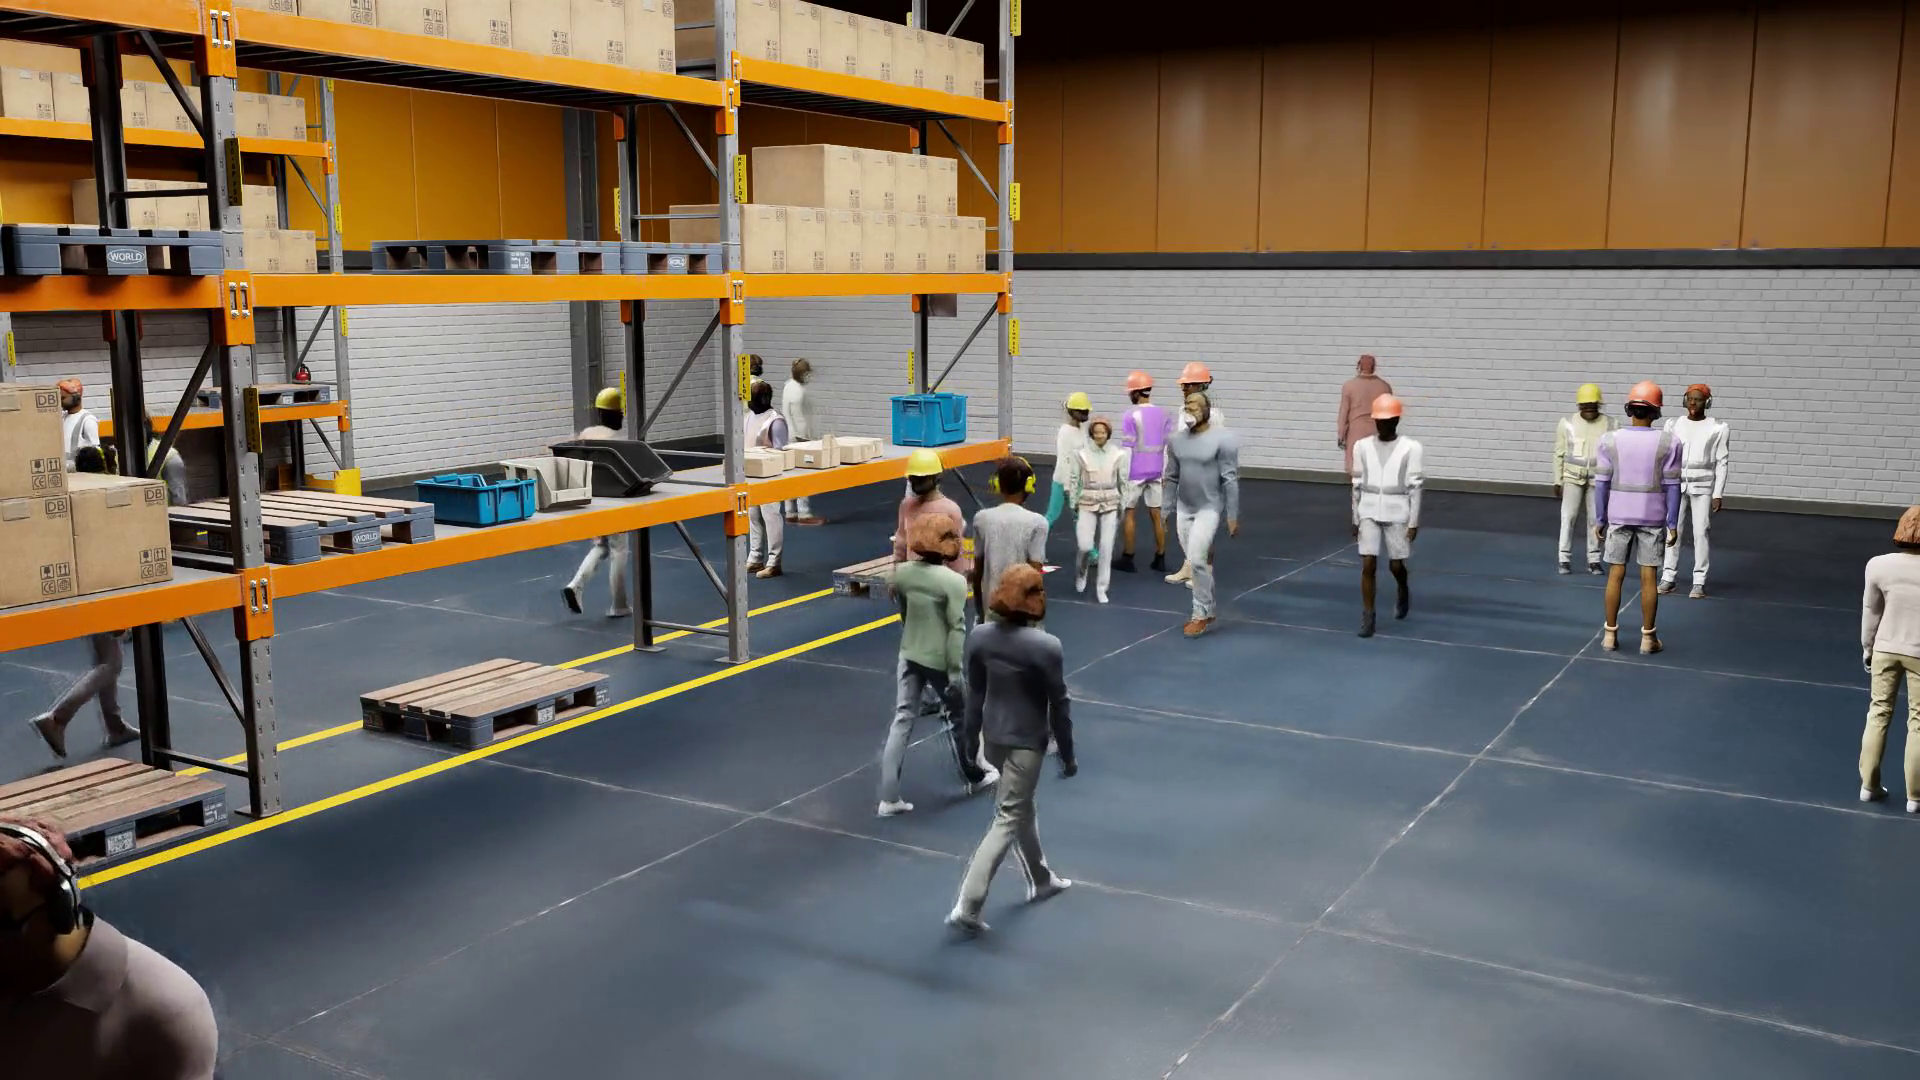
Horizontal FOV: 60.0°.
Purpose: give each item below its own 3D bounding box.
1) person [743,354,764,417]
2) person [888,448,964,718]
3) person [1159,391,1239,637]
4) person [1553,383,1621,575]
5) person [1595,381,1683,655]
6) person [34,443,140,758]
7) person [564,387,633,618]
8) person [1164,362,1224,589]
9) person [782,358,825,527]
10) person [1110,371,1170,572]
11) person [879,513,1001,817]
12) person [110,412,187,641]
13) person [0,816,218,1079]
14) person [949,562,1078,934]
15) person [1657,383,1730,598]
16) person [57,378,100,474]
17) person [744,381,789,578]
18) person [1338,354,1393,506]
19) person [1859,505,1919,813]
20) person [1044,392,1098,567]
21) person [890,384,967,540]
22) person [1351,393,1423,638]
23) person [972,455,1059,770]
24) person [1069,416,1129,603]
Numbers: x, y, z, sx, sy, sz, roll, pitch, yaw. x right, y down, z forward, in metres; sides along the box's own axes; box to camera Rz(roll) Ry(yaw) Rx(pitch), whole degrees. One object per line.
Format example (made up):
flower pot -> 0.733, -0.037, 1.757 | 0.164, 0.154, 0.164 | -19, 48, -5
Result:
person -> -2.575, -1.385, 20.693 | 0.633, 1.839, 0.429 | 9, 13, 44
person -> -0.214, 0.290, 10.526 | 0.382, 1.752, 0.533 | -8, 12, -40
person -> 1.816, -0.199, 13.015 | 0.677, 1.917, 0.659 | -9, 13, -44
person -> 5.917, -0.577, 15.722 | 0.606, 1.817, 0.403 | 3, 9, 16
person -> 5.063, -0.165, 12.443 | 0.607, 2.044, 0.379 | 5, 10, 30
person -> -5.148, 0.364, 9.780 | 0.525, 1.850, 0.727 | 5, 10, 27
person -> -2.929, -0.287, 13.605 | 0.593, 1.912, 0.573 | 7, 11, 37
person -> 2.112, -0.580, 15.031 | 0.372, 2.042, 0.615 | -5, 10, -27
person -> -1.819, -1.090, 18.694 | 0.418, 1.904, 0.653 | -2, 9, -14
person -> 1.718, -0.643, 15.837 | 0.591, 1.920, 0.493 | -6, 11, -33
person -> -0.129, 0.642, 8.823 | 0.501, 1.586, 0.859 | 7, 11, 36
person -> -6.443, -0.132, 13.088 | 0.621, 1.783, 1.004 | 2, 9, 13
person -> -1.741, 1.425, 3.118 | 0.656, 1.846, 1.011 | 0, 9, 0
person -> 0.226, 0.889, 7.265 | 0.505, 1.597, 0.850 | 9, 13, 43
person -> 6.418, -0.434, 14.616 | 0.575, 1.884, 0.355 | 8, 12, 40
person -> -8.103, -0.538, 15.311 | 0.578, 1.891, 0.400 | 7, 11, 36
person -> -1.868, -0.568, 15.588 | 0.429, 1.844, 0.624 | -8, 12, -40
person -> 4.830, -1.264, 19.792 | 0.652, 1.883, 0.692 | -2, 9, -13
person -> 5.030, 0.624, 8.820 | 0.277, 1.629, 0.496 | -7, 11, -37
person -> 1.019, -0.585, 16.091 | 0.872, 1.707, 0.539 | 6, 11, 34
person -> -0.341, -0.827, 17.573 | 0.758, 1.718, 0.497 | 4, 10, 24
person -> 3.374, -0.207, 13.128 | 0.548, 1.922, 0.672 | 5, 10, 26
person -> 0.297, 0.423, 9.536 | 0.552, 1.807, 0.991 | 5, 10, 29
person -> 1.198, -0.266, 14.390 | 0.514, 1.626, 0.402 | 0, 9, 0
